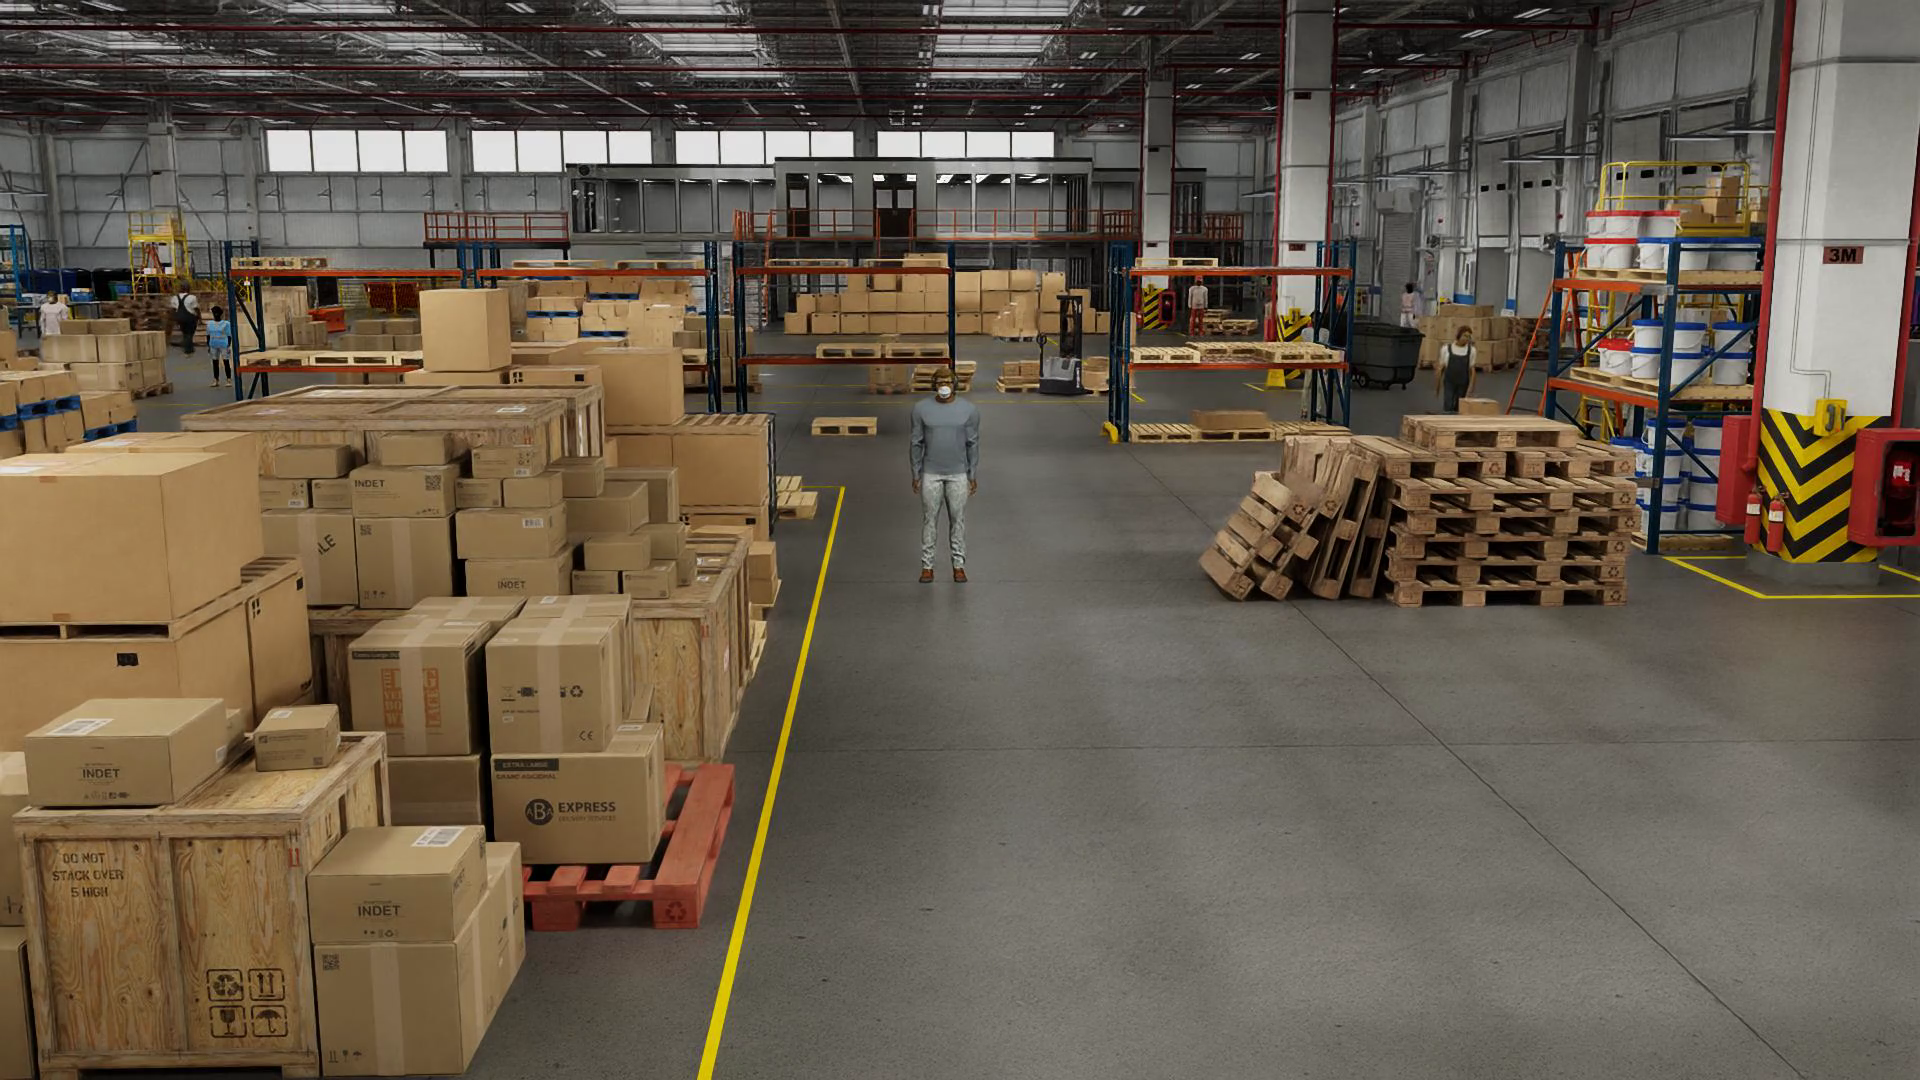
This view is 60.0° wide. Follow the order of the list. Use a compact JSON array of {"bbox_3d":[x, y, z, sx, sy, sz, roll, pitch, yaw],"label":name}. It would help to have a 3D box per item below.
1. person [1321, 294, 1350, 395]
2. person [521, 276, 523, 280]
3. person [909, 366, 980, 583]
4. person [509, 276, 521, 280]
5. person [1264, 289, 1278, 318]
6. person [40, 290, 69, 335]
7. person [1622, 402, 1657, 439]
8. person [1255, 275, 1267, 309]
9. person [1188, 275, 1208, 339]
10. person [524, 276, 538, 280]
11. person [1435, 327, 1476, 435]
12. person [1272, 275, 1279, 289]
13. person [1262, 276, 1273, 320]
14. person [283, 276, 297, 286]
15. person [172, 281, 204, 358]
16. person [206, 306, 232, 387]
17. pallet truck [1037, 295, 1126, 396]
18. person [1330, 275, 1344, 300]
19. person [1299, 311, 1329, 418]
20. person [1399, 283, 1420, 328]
[{"bbox_3d":[7.439,-3.865,32.973,0.612,1.997,0.375,0,10,-2],"label":"person"},{"bbox_3d":[-21.582,-12.444,80.959,0.587,1.927,0.367,0,10,-2],"label":"person"},{"bbox_3d":[-0.136,-0.581,14.840,0.631,1.940,0.372,0,10,-2],"label":"person"},{"bbox_3d":[-19.889,-11.254,74.290,0.545,1.942,0.350,0,10,-2],"label":"person"},{"bbox_3d":[7.830,-5.281,41.217,0.583,1.890,0.988,4,11,21],"label":"person"},{"bbox_3d":[-20.645,-4.729,37.950,0.631,1.940,0.372,0,10,-2],"label":"person"},{"bbox_3d":[8.513,-1.549,20.782,0.487,1.744,0.294,0,10,-2],"label":"person"},{"bbox_3d":[12.777,-10.474,70.222,0.626,1.846,0.429,0,10,-2],"label":"person"},{"bbox_3d":[7.448,-7.294,52.085,0.612,1.995,0.379,0,10,-2],"label":"person"},{"bbox_3d":[-15.824,-8.986,61.373,0.607,2.044,0.375,0,10,-2],"label":"person"},{"bbox_3d":[7.318,-2.241,24.531,0.557,1.779,0.965,2,10,9],"label":"person"},{"bbox_3d":[13.672,-10.695,71.276,0.624,1.906,0.862,1,10,7],"label":"person"},{"bbox_3d":[12.031,-9.432,64.818,0.535,1.700,0.318,0,10,-2],"label":"person"},{"bbox_3d":[-28.495,-10.595,70.779,0.575,1.885,0.355,0,10,-2],"label":"person"},{"bbox_3d":[-20.242,-5.810,43.687,0.682,2.000,1.022,2,10,11],"label":"person"},{"bbox_3d":[-15.482,-4.036,34.765,0.535,1.697,0.318,0,10,-2],"label":"person"},{"bbox_3d":[2.483,-3.881,33.060,1.885,1.965,0.823,-7,13,-36],"label":"pallet truck"},{"bbox_3d":[14.513,-9.412,64.030,0.545,1.942,0.350,0,10,-2],"label":"person"},{"bbox_3d":[6.109,-3.028,28.667,0.513,1.872,0.328,0,10,-2],"label":"person"},{"bbox_3d":[13.229,-6.680,49.205,0.633,1.800,0.902,9,14,42],"label":"person"}]
